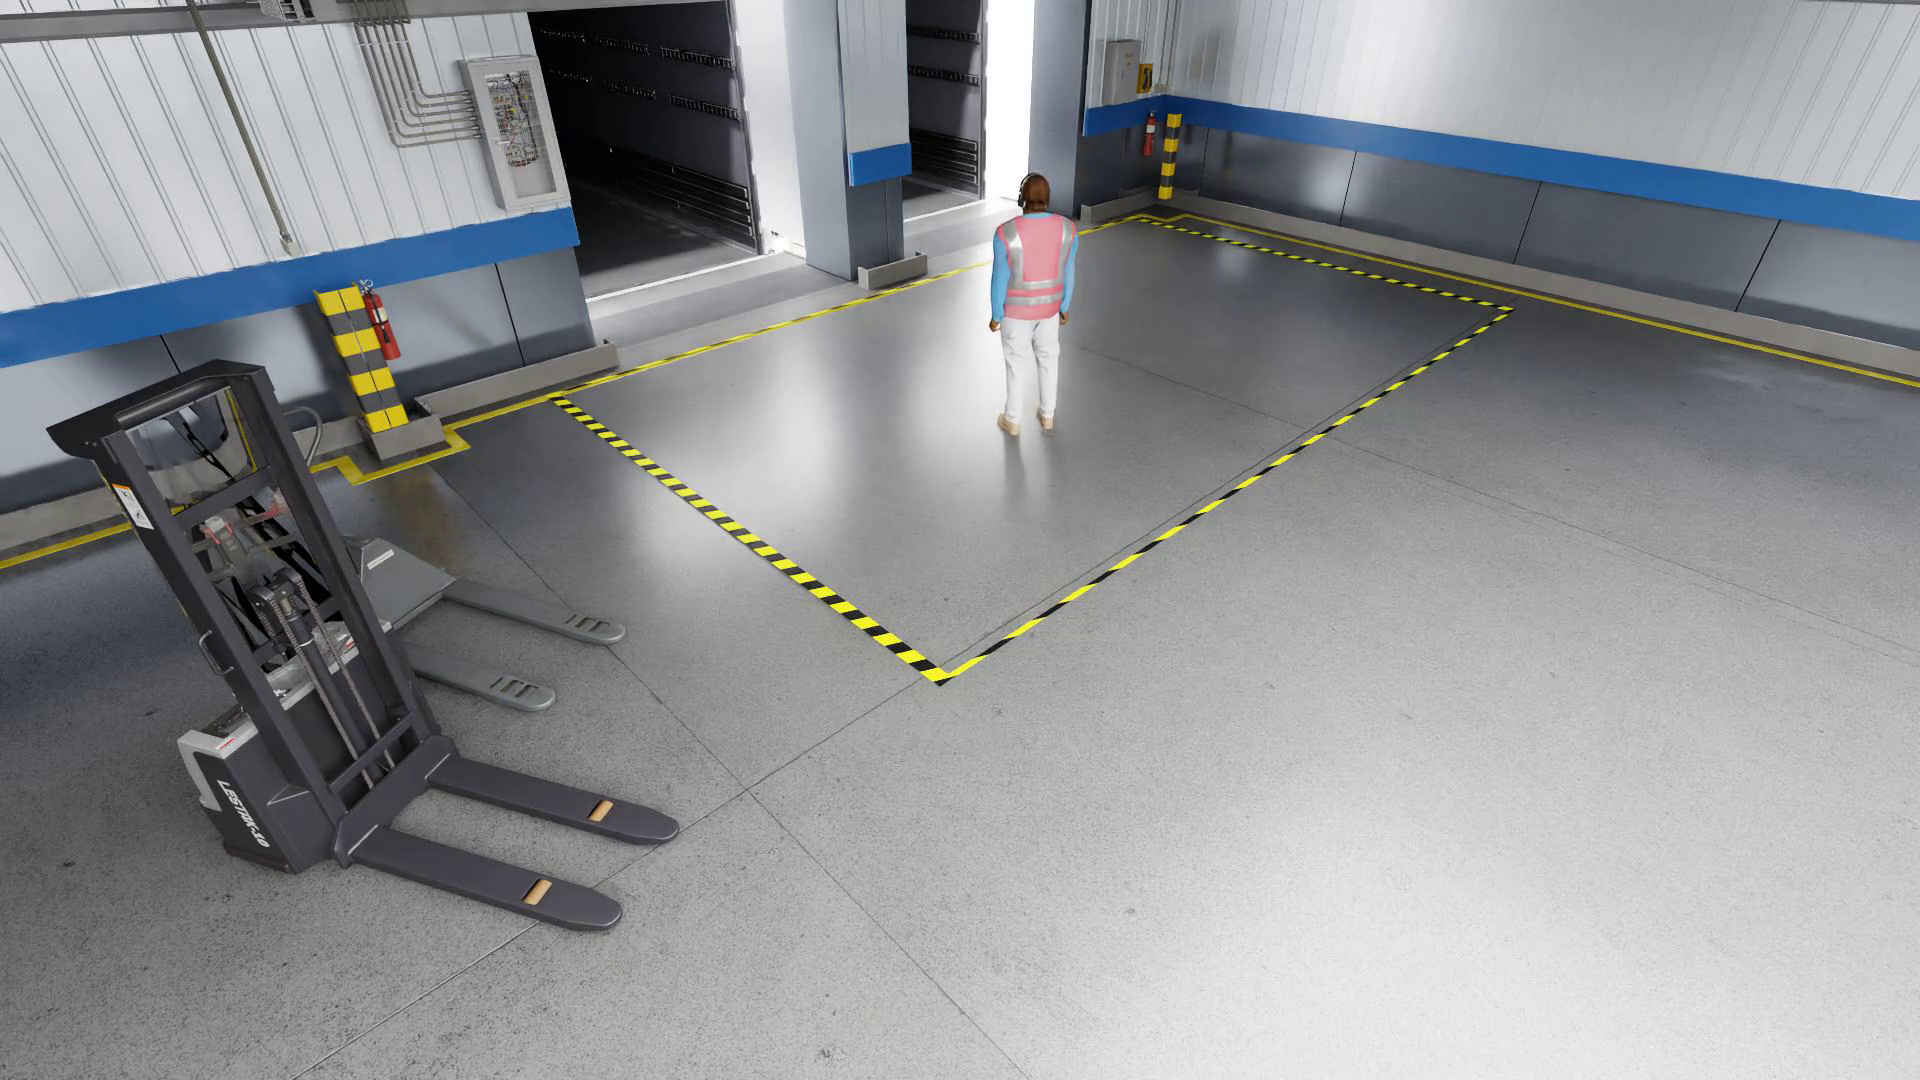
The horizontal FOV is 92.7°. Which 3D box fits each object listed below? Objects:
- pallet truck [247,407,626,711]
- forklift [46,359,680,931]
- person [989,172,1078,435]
[{"bbox_3d":[-2.628,0.038,4.590,1.601,1.201,0.680,12,36,18],"label":"pallet truck"},{"bbox_3d":[-2.135,0.422,3.354,1.885,1.965,0.823,10,35,14],"label":"forklift"},{"bbox_3d":[0.495,-1.639,6.522,0.631,1.841,0.429,-10,36,-15],"label":"person"}]
